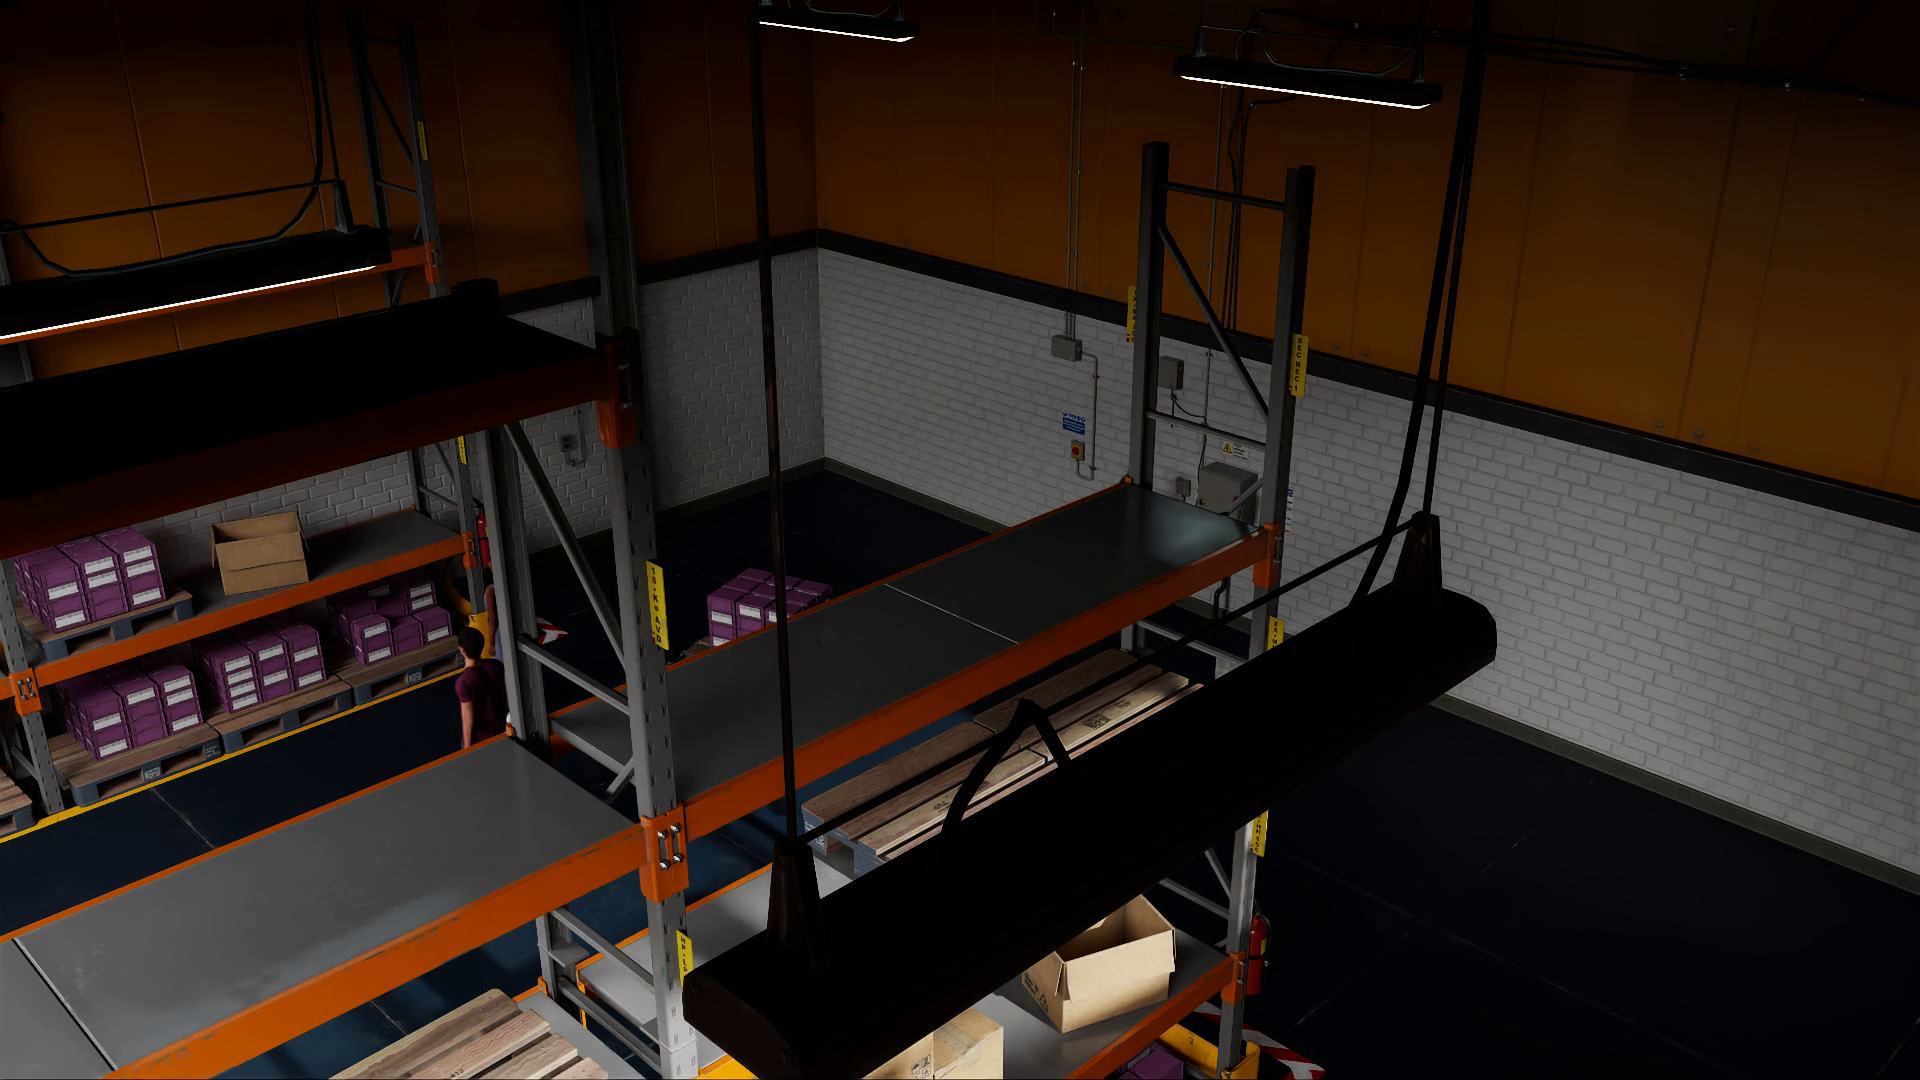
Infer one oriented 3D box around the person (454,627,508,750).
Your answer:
[{"bbox_3d":[-3.752,1.534,13.127,0.783,1.851,0.598,11,26,23],"label":"person"}]
